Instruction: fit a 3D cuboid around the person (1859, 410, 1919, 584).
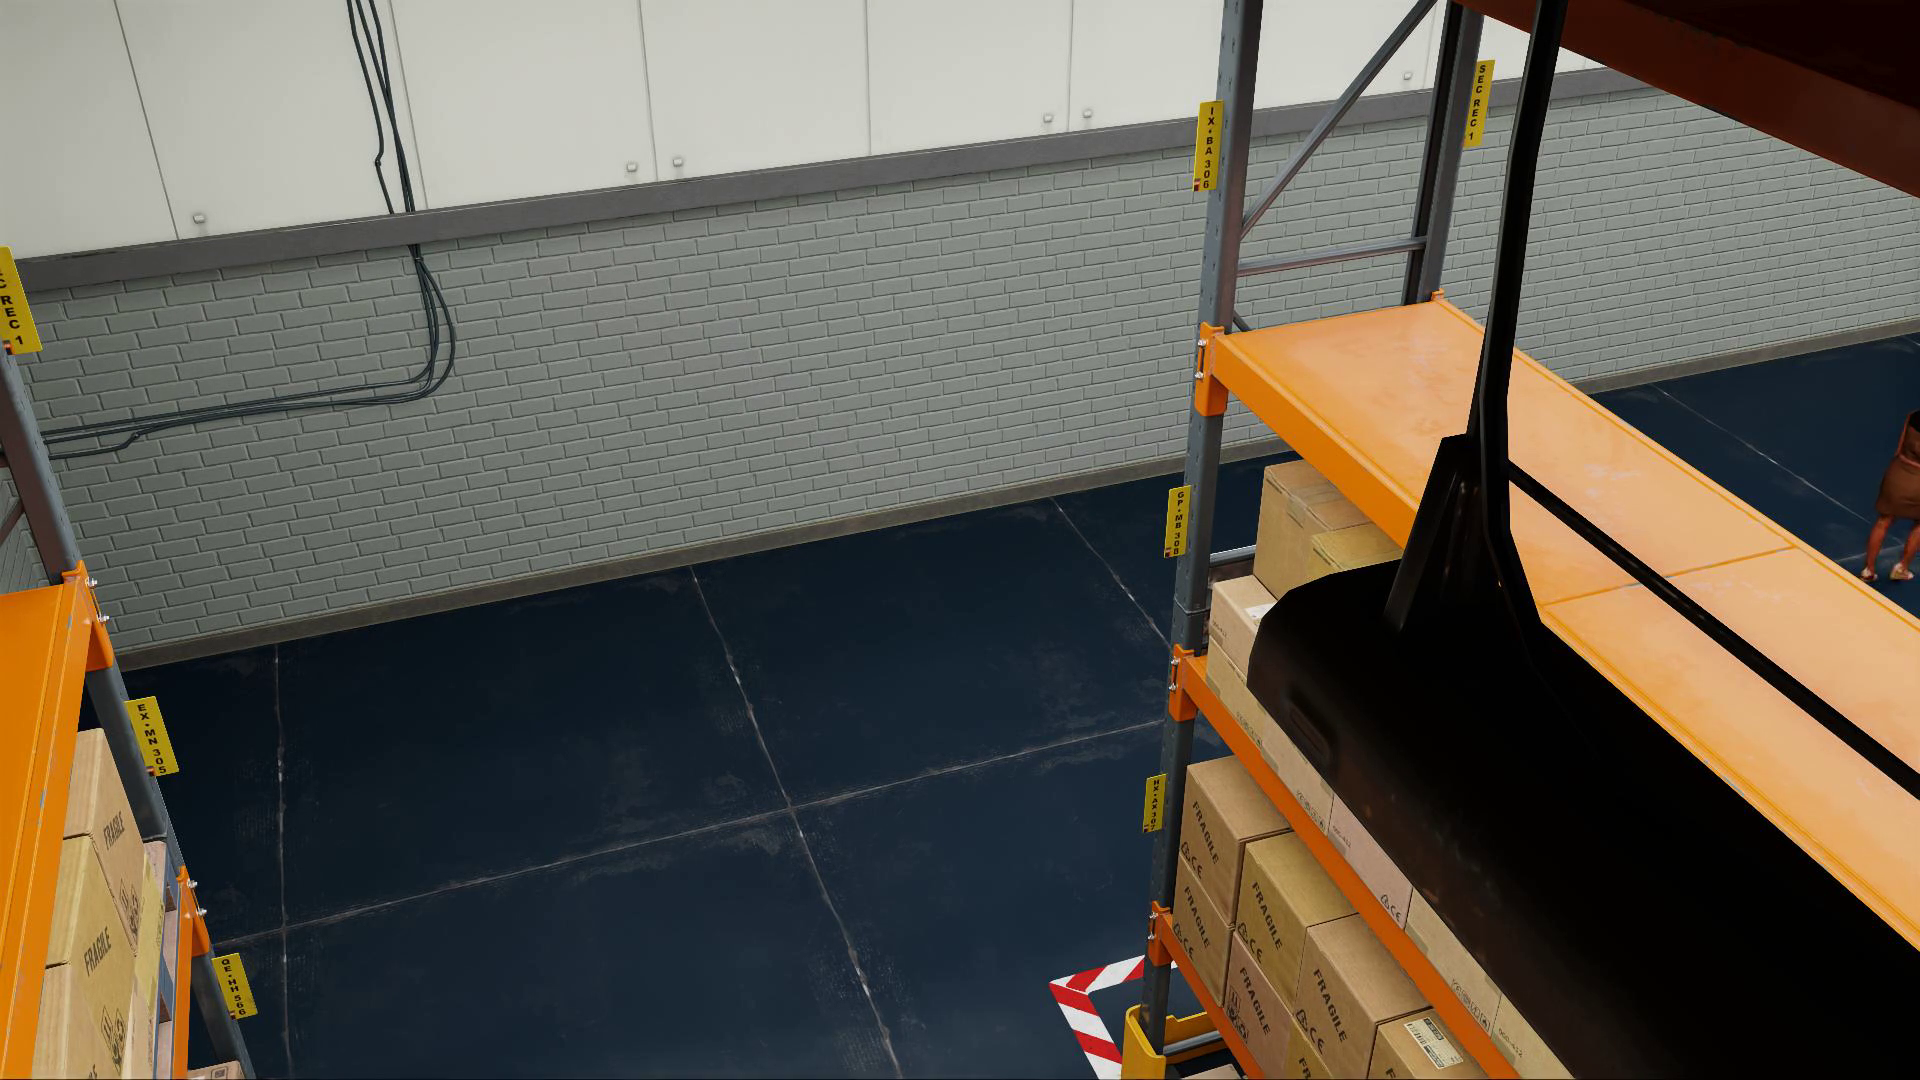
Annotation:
[{"bbox_3d":[6.850,-0.368,12.085,0.718,1.672,0.657,-21,38,-29],"label":"person"}]
